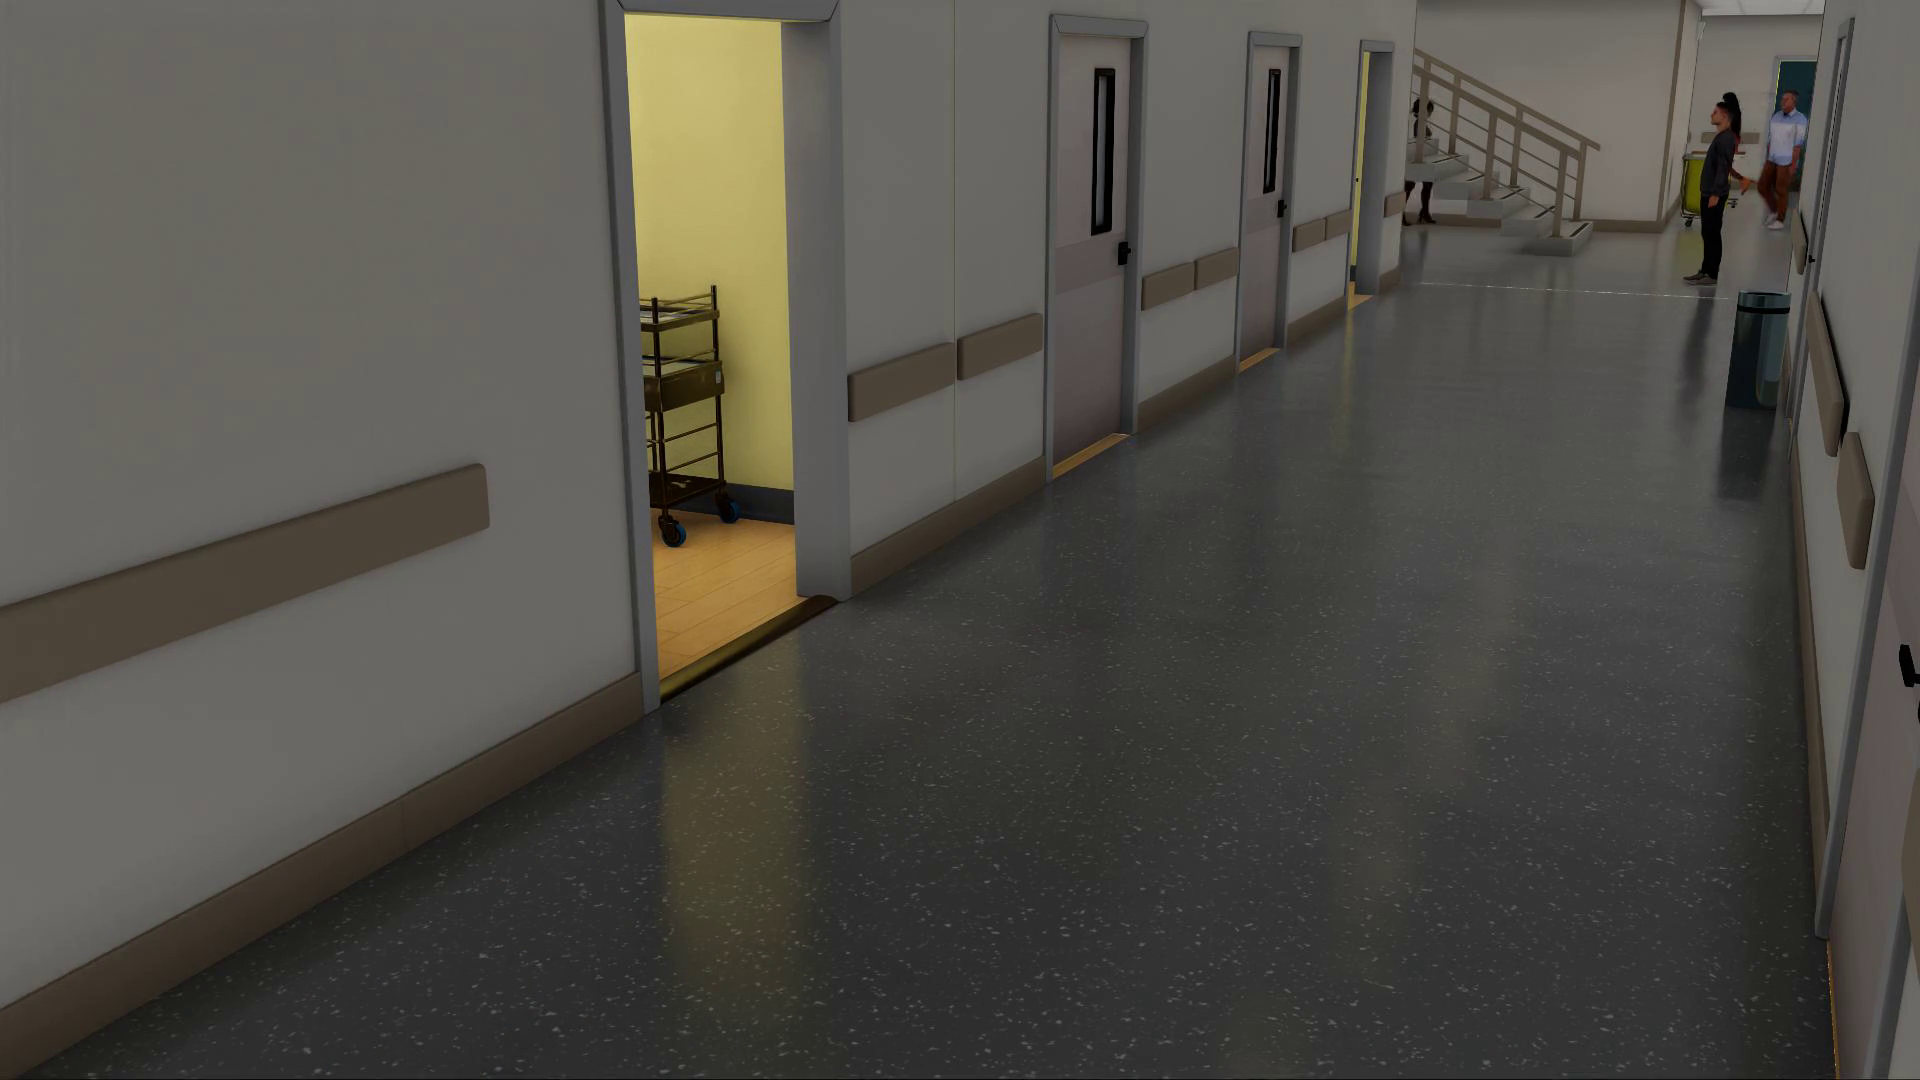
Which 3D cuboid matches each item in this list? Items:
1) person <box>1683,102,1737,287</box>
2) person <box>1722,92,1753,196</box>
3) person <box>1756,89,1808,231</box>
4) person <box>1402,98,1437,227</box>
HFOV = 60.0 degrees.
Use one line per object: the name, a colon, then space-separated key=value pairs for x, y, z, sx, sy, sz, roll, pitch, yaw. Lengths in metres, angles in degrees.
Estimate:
person: x=7.425 y=-3.403 z=16.351 sx=0.582 sy=1.761 sz=0.647 roll=5 pitch=16 yaw=16
person: x=12.459 y=-6.316 z=26.812 sx=0.823 sy=1.690 sz=1.036 roll=-12 pitch=20 yaw=-37
person: x=10.944 y=-5.030 z=22.024 sx=0.891 sy=1.814 sz=0.817 roll=-7 pitch=17 yaw=-24
person: x=6.075 y=-5.083 z=22.440 sx=0.778 sy=1.691 sz=0.618 roll=6 pitch=17 yaw=19
